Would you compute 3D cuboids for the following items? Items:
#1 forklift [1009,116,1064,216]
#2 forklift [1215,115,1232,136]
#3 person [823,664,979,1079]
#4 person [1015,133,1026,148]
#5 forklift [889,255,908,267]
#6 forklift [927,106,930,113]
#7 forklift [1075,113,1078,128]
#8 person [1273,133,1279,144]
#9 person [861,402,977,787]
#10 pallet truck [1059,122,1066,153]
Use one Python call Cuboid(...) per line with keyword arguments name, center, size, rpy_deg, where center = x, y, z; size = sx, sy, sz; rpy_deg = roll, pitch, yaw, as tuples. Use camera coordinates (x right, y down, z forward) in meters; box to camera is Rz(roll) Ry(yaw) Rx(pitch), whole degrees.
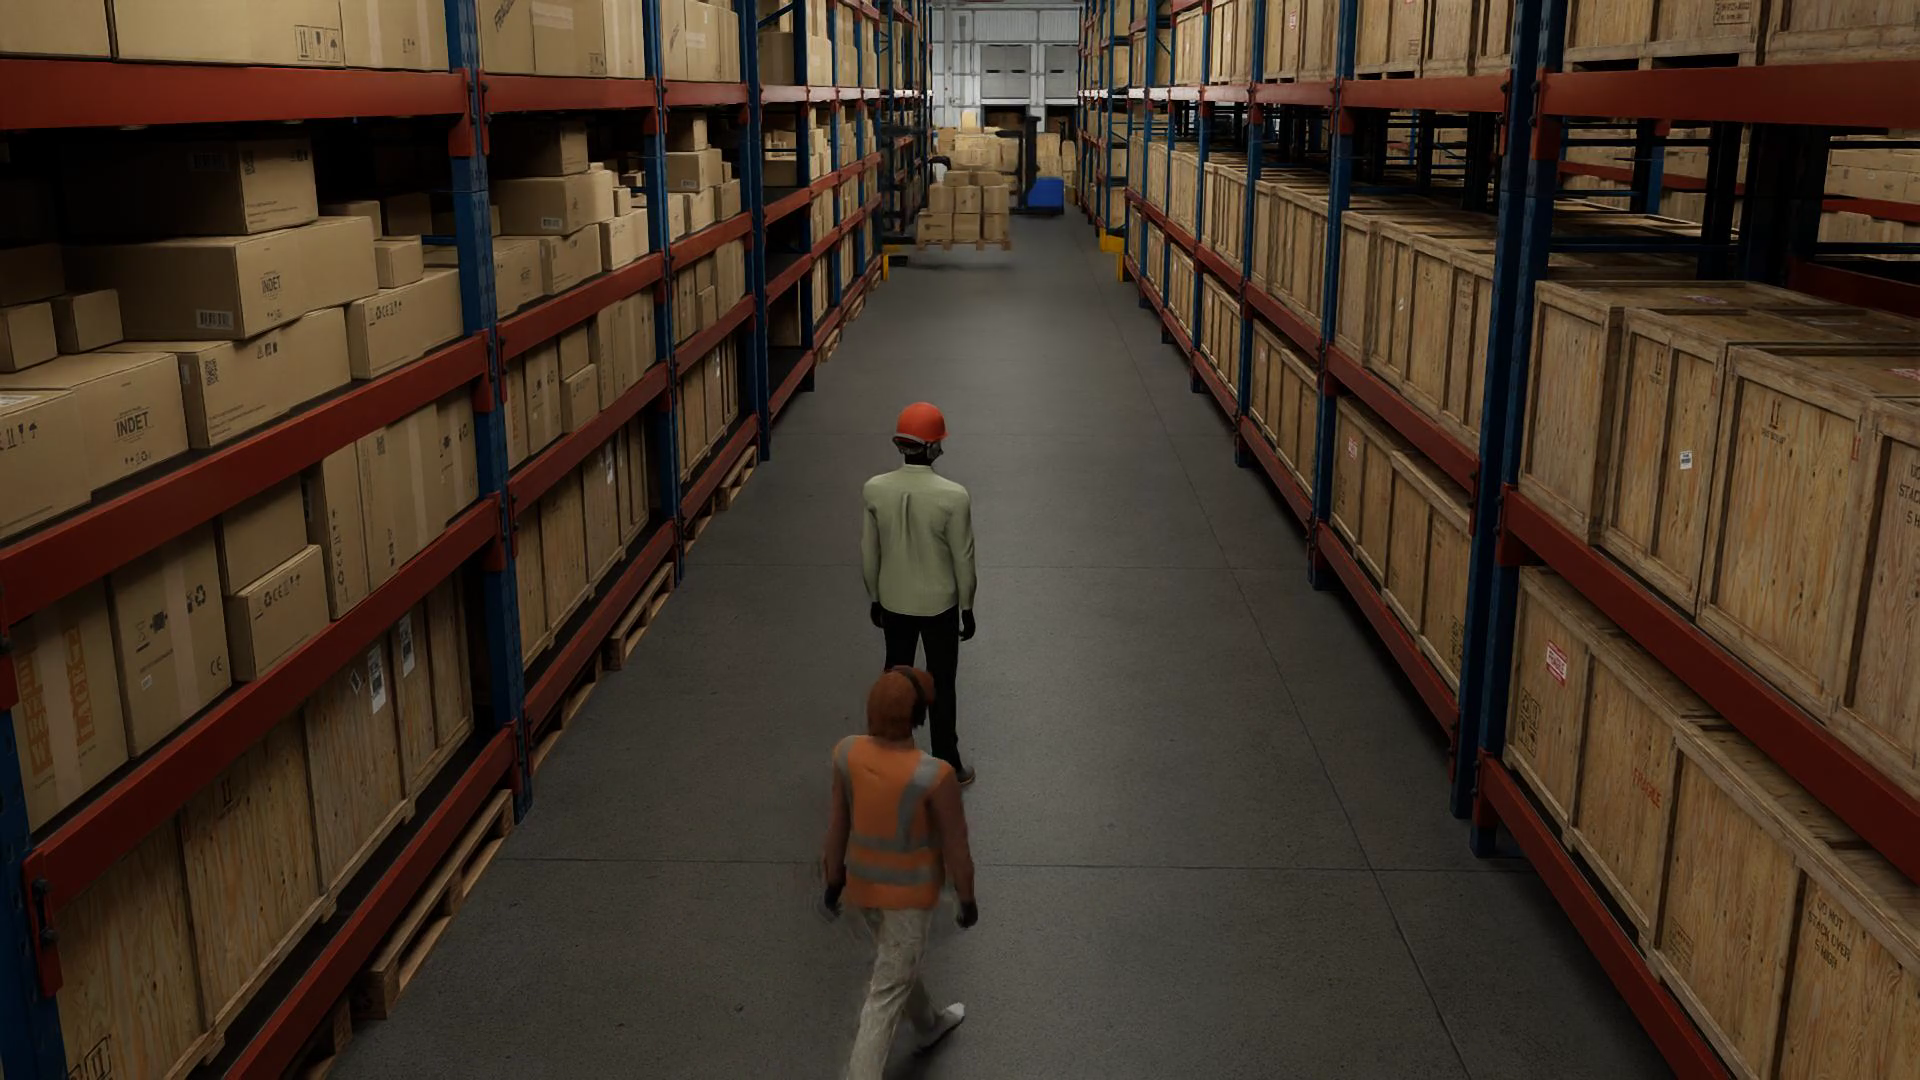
Cuboid(name="forklift", center=(2.060, -10.736, 47.737), size=(1.873, 2.768, 1.129), rpy_deg=(0, 15, 2))
Cuboid(name="forklift", center=(7.872, -11.741, 51.476), size=(1.129, 2.768, 1.873), rpy_deg=(0, 15, 1))
Cuboid(name="person", center=(-0.207, 1.205, 5.753), size=(0.539, 1.590, 0.880), rpy_deg=(11, 19, 35))
Cuboid(name="person", center=(2.629, -16.323, 70.397), size=(0.985, 1.888, 0.655), rpy_deg=(-14, 20, -42))
Cuboid(name="forklift", center=(-2.023, -7.018, 33.903), size=(1.873, 2.768, 1.129), rpy_deg=(0, 15, 0))
Cuboid(name="forklift", center=(-2.001, -20.667, 84.687), size=(1.129, 2.768, 1.873), rpy_deg=(0, 15, 2))
Cuboid(name="forklift", center=(5.708, -18.367, 76.128), size=(1.129, 2.768, 1.873), rpy_deg=(-1, 15, -5))
Cuboid(name="person", center=(15.631, -19.475, 82.048), size=(0.627, 1.934, 0.372), rpy_deg=(-5, 16, -18))
Cuboid(name="person", center=(-0.195, 0.297, 8.362), size=(0.611, 1.996, 0.379), rpy_deg=(7, 16, 23))
Cuboid(name="pallet truck", center=(5.788, -21.111, 88.014), size=(1.885, 1.965, 0.823), rpy_deg=(5, 16, 18))
